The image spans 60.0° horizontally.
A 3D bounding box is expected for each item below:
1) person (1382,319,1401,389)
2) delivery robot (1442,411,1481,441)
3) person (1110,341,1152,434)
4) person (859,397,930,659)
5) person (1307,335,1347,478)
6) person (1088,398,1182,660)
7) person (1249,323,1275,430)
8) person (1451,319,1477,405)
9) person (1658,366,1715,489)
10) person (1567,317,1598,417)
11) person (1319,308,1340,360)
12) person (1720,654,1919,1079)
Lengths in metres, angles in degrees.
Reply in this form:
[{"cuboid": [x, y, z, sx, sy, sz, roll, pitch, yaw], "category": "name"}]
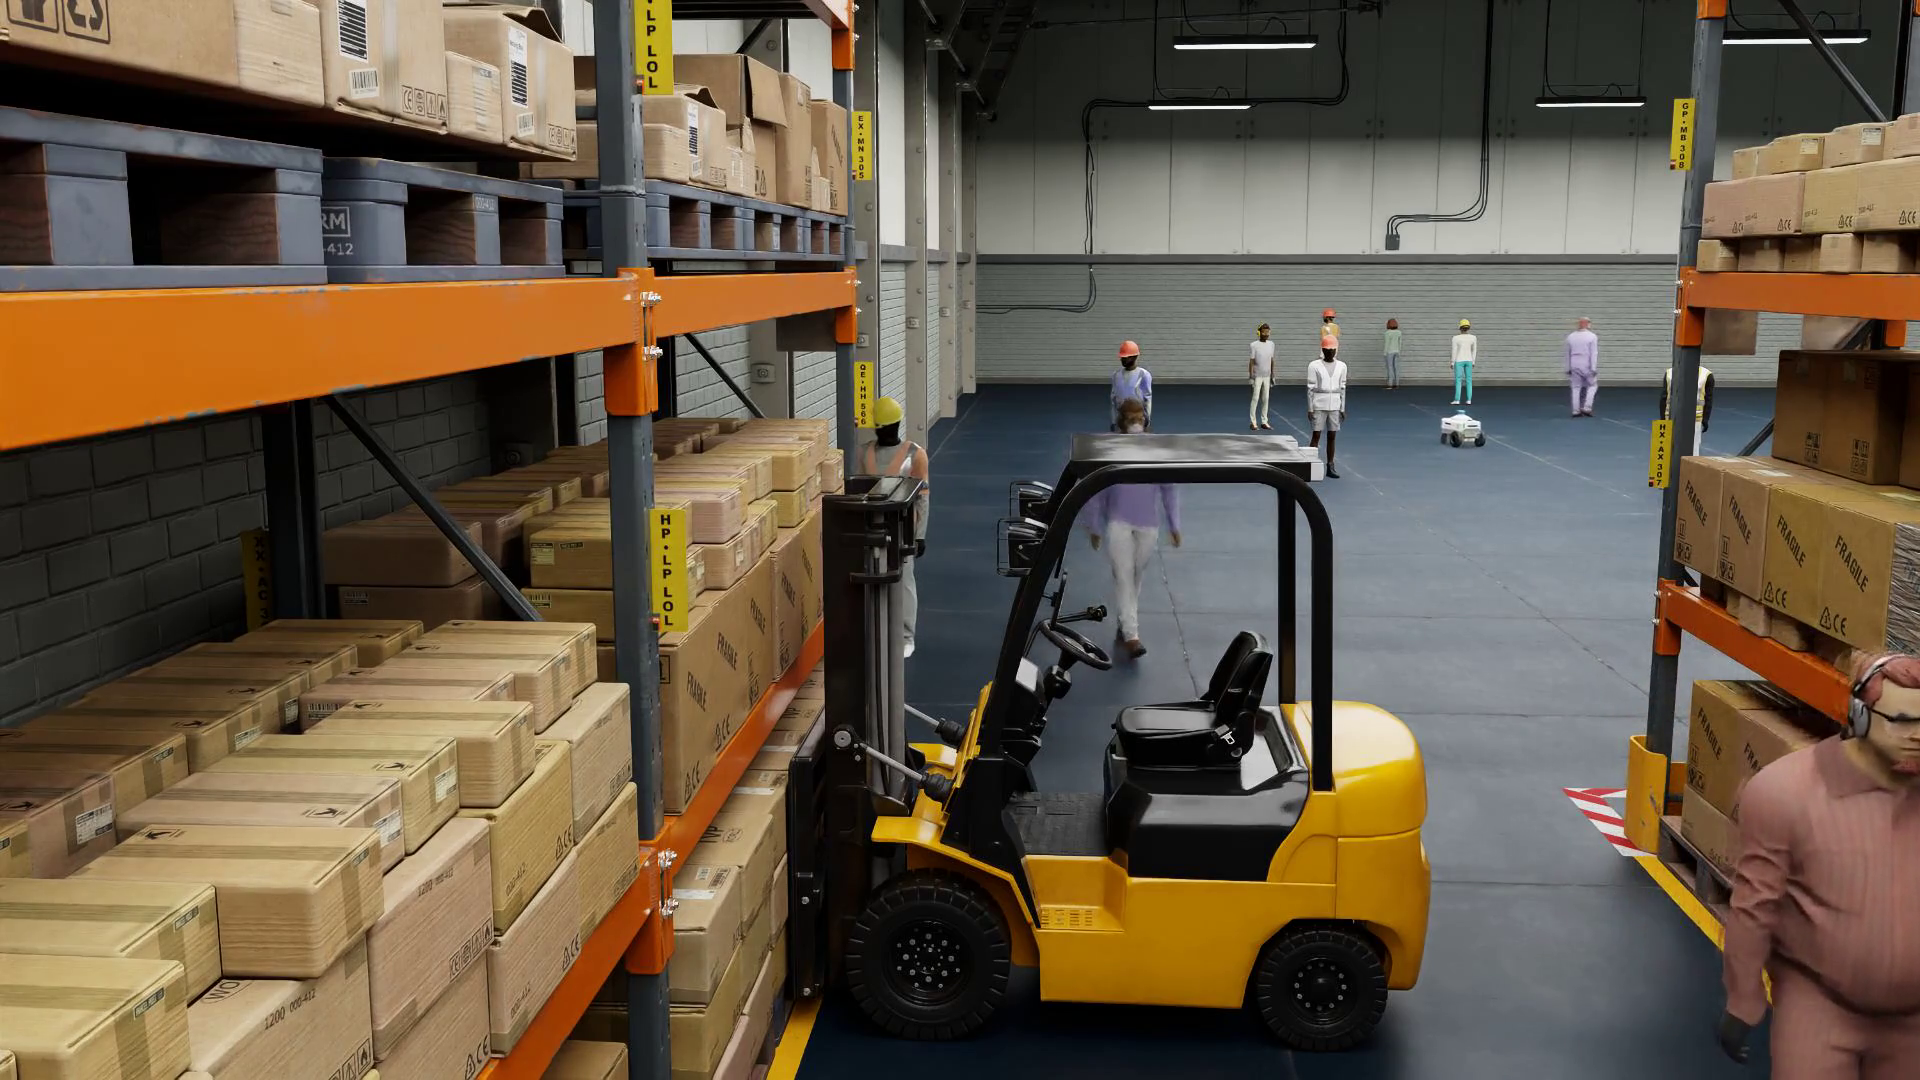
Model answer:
[{"cuboid": [10.059, -4.336, 38.751, 0.507, 1.631, 0.277, -6, 11, -30], "category": "person"}, {"cuboid": [7.963, -1.811, 26.426, 0.477, 0.478, 0.707, -2, 10, -13], "category": "delivery robot"}, {"cuboid": [2.102, -1.505, 20.679, 0.549, 1.933, 0.373, 7, 11, 34], "category": "person"}, {"cuboid": [-0.511, -0.086, 12.141, 0.586, 1.916, 0.391, 5, 11, 28], "category": "person"}, {"cuboid": [4.944, -1.791, 22.405, 0.542, 1.938, 0.357, -1, 9, -8], "category": "person"}, {"cuboid": [1.289, -0.085, 12.205, 0.650, 1.884, 1.002, -2, 10, -10], "category": "person"}, {"cuboid": [5.270, -2.840, 29.003, 0.516, 1.865, 0.312, -4, 10, -25], "category": "person"}, {"cuboid": [10.354, -3.655, 34.224, 0.524, 1.769, 0.308, -1, 9, -7], "category": "person"}, {"cuboid": [9.232, -1.543, 21.199, 0.626, 1.844, 0.429, 6, 11, 33], "category": "person"}, {"cuboid": [11.830, -3.268, 31.472, 0.557, 1.891, 0.681, -6, 11, -33], "category": "person"}, {"cuboid": [7.990, -4.057, 36.124, 0.551, 1.940, 0.345, -8, 12, -38], "category": "person"}, {"cuboid": [2.336, 1.218, 4.294, 0.672, 1.892, 0.416, 1, 9, 4], "category": "person"}]
